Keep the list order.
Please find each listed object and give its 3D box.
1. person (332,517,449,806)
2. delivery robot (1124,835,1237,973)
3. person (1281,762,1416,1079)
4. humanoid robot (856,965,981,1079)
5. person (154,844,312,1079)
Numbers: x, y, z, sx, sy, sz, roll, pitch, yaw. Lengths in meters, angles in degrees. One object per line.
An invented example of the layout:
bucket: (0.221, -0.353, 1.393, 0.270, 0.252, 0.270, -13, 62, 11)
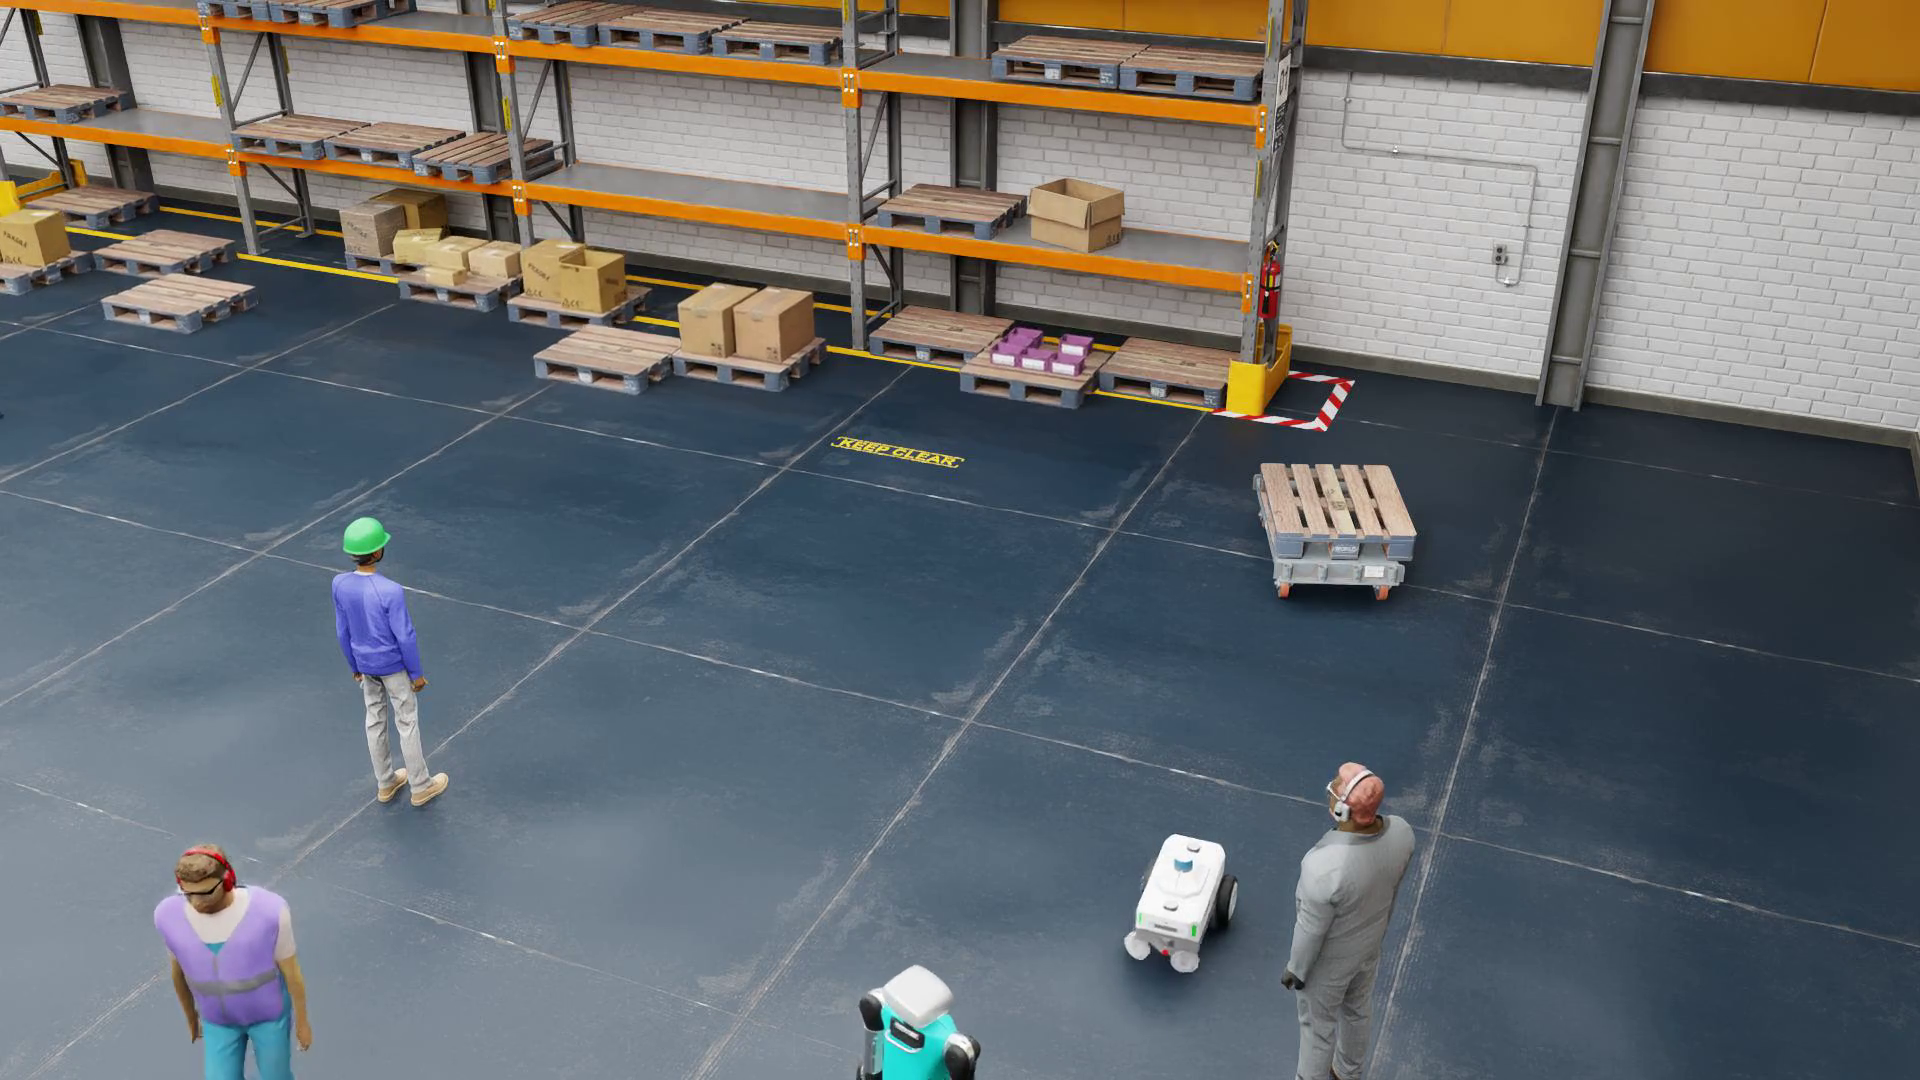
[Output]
person: (-3.378, 0.720, 9.789, 0.471, 1.871, 0.347, 7, 28, 13)
delivery robot: (1.182, 1.916, 8.925, 0.518, 0.613, 0.785, 9, 29, 18)
person: (1.718, 1.828, 7.598, 0.641, 1.913, 0.413, -19, 33, -32)
humanoid robot: (-0.380, 2.556, 6.392, 0.554, 1.764, 0.953, 19, 33, 33)
person: (-3.109, 2.063, 7.235, 0.563, 1.827, 0.451, -3, 27, -5)
